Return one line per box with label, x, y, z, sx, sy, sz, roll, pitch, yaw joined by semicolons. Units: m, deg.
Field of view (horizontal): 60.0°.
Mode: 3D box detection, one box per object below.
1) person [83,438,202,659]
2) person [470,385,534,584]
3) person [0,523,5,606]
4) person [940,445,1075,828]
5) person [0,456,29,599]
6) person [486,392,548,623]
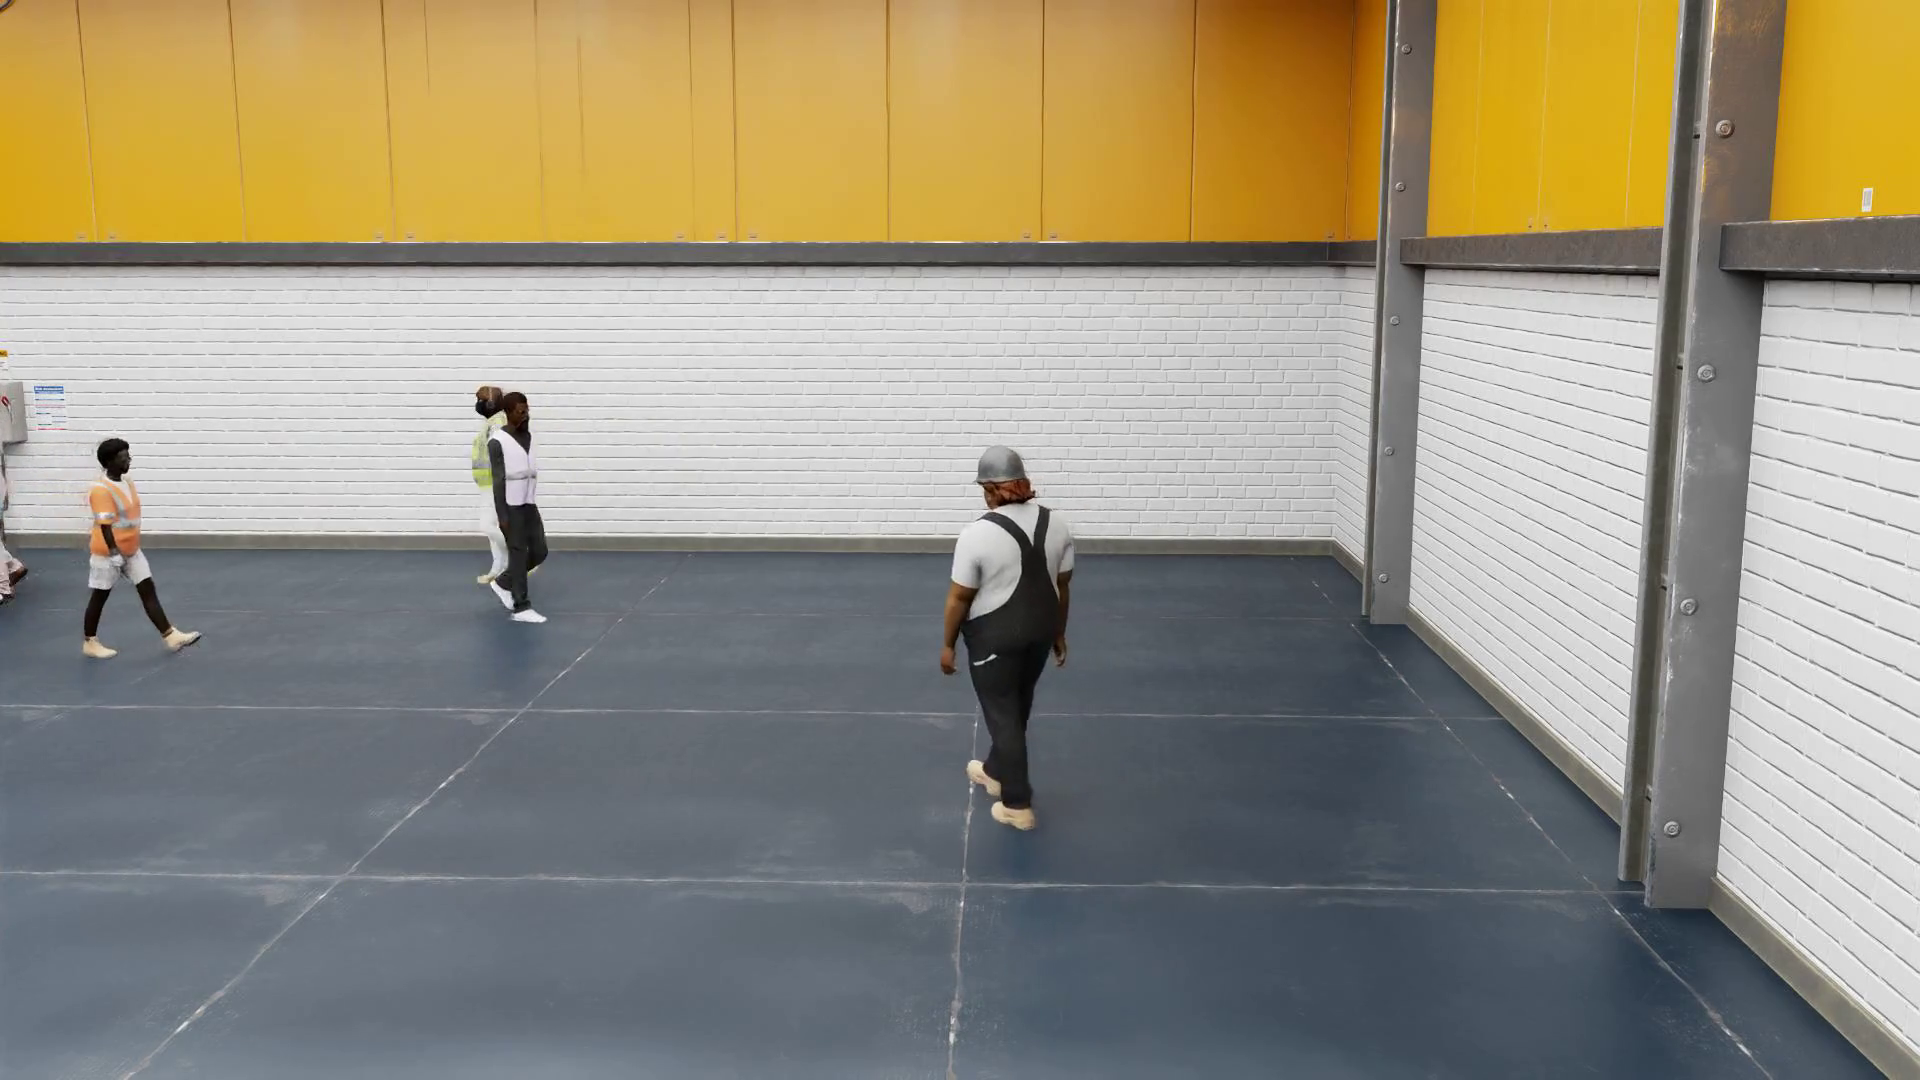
person;-6.156;0.073;12.317;0.868;1.646;0.552;0;10;1
person;-4.176;-0.496;15.147;0.524;1.831;0.641;-3;10;-16
person;-8.159;-0.138;13.654;0.382;1.615;0.543;3;10;16
person;0.189;0.469;8.892;0.701;2.000;0.837;-7;12;-35
person;-8.470;-0.386;14.407;0.480;1.879;0.676;-6;11;-30
person;-3.653;-0.267;13.608;0.511;1.903;0.594;4;11;23
